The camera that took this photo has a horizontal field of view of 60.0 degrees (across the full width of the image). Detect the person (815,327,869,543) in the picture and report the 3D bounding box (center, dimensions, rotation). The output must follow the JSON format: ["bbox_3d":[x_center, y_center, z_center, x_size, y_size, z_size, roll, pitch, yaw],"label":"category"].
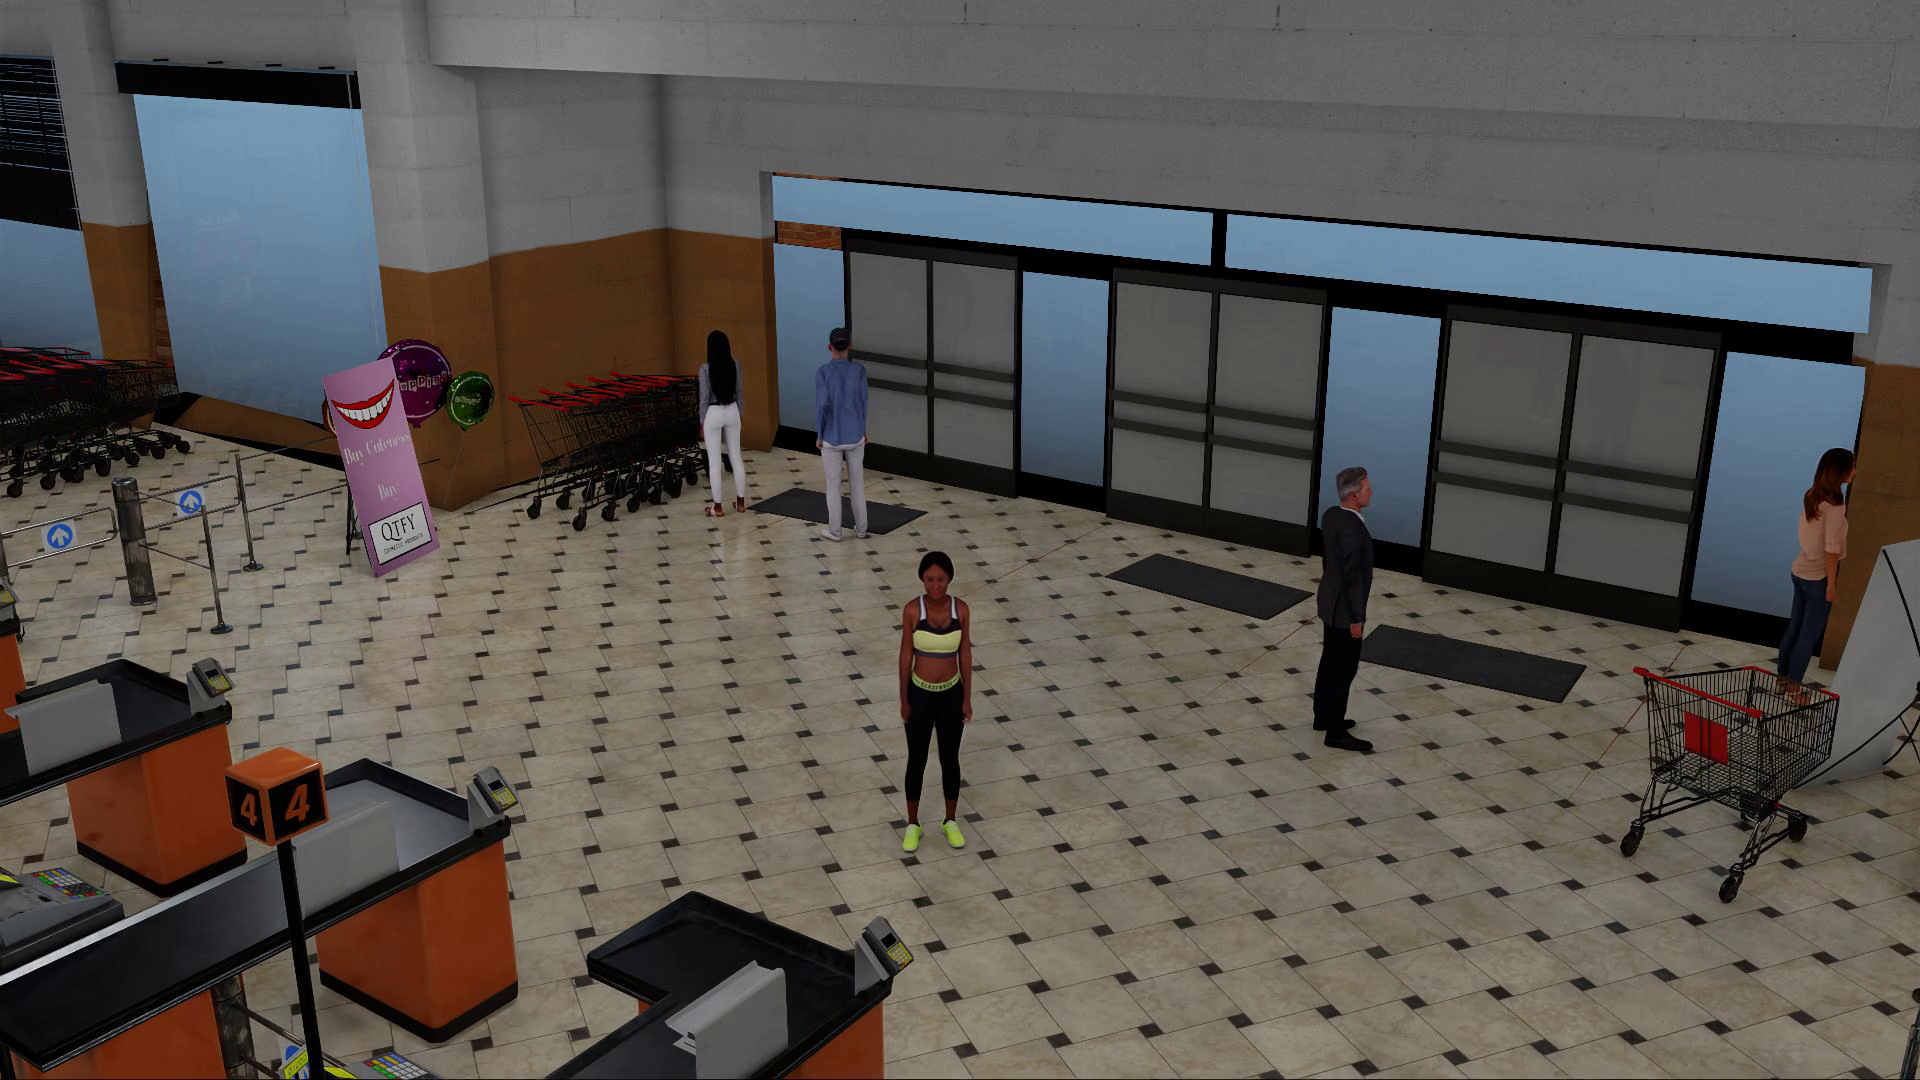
[{"bbox_3d":[-1.026,-0.918,14.464,0.691,1.888,0.800,-8,20,-22],"label":"person"}]

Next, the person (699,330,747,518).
[{"bbox_3d":[-2.174,-1.075,15.186,0.590,1.724,0.725,-11,22,-30],"label":"person"}]

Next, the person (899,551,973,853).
[{"bbox_3d":[-0.143,0.890,9.312,0.640,1.755,0.693,-2,19,-7],"label":"person"}]

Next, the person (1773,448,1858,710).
[{"bbox_3d":[5.738,0.243,11.172,0.733,1.792,0.621,2,19,5],"label":"person"}]

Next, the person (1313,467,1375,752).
[{"bbox_3d":[2.453,0.411,10.595,0.862,1.841,0.773,-1,19,-3],"label":"person"}]
